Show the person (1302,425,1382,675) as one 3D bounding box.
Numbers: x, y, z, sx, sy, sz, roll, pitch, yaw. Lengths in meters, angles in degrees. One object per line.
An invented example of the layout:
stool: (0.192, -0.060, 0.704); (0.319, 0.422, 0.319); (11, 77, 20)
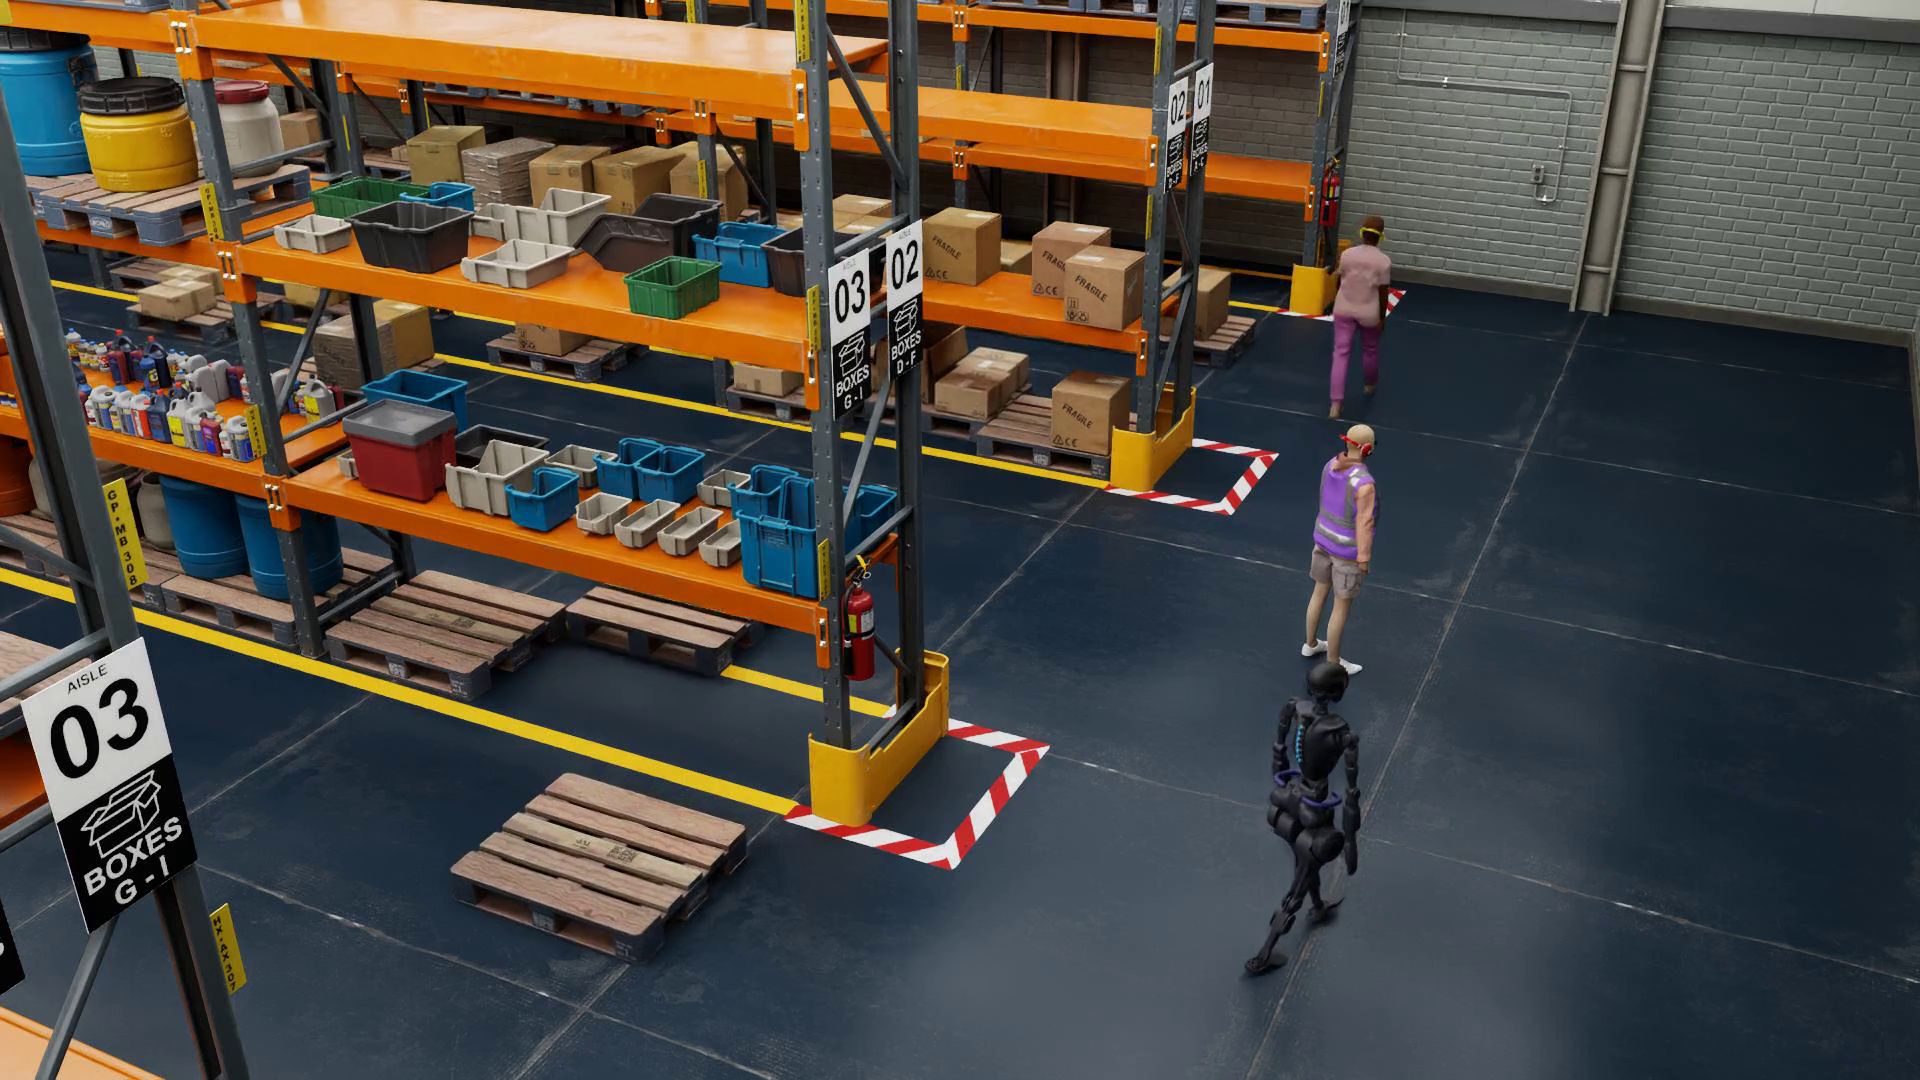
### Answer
person: (2.434, 0.060, 10.585); (0.350, 1.688, 0.489); (-11, 28, -21)

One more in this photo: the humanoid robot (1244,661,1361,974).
humanoid robot: (1.703, 1.321, 8.092); (0.792, 1.626, 0.600); (-16, 30, -29)

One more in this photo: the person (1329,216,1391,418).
person: (3.548, -2.015, 14.727); (0.487, 1.736, 0.992); (11, 28, 21)
